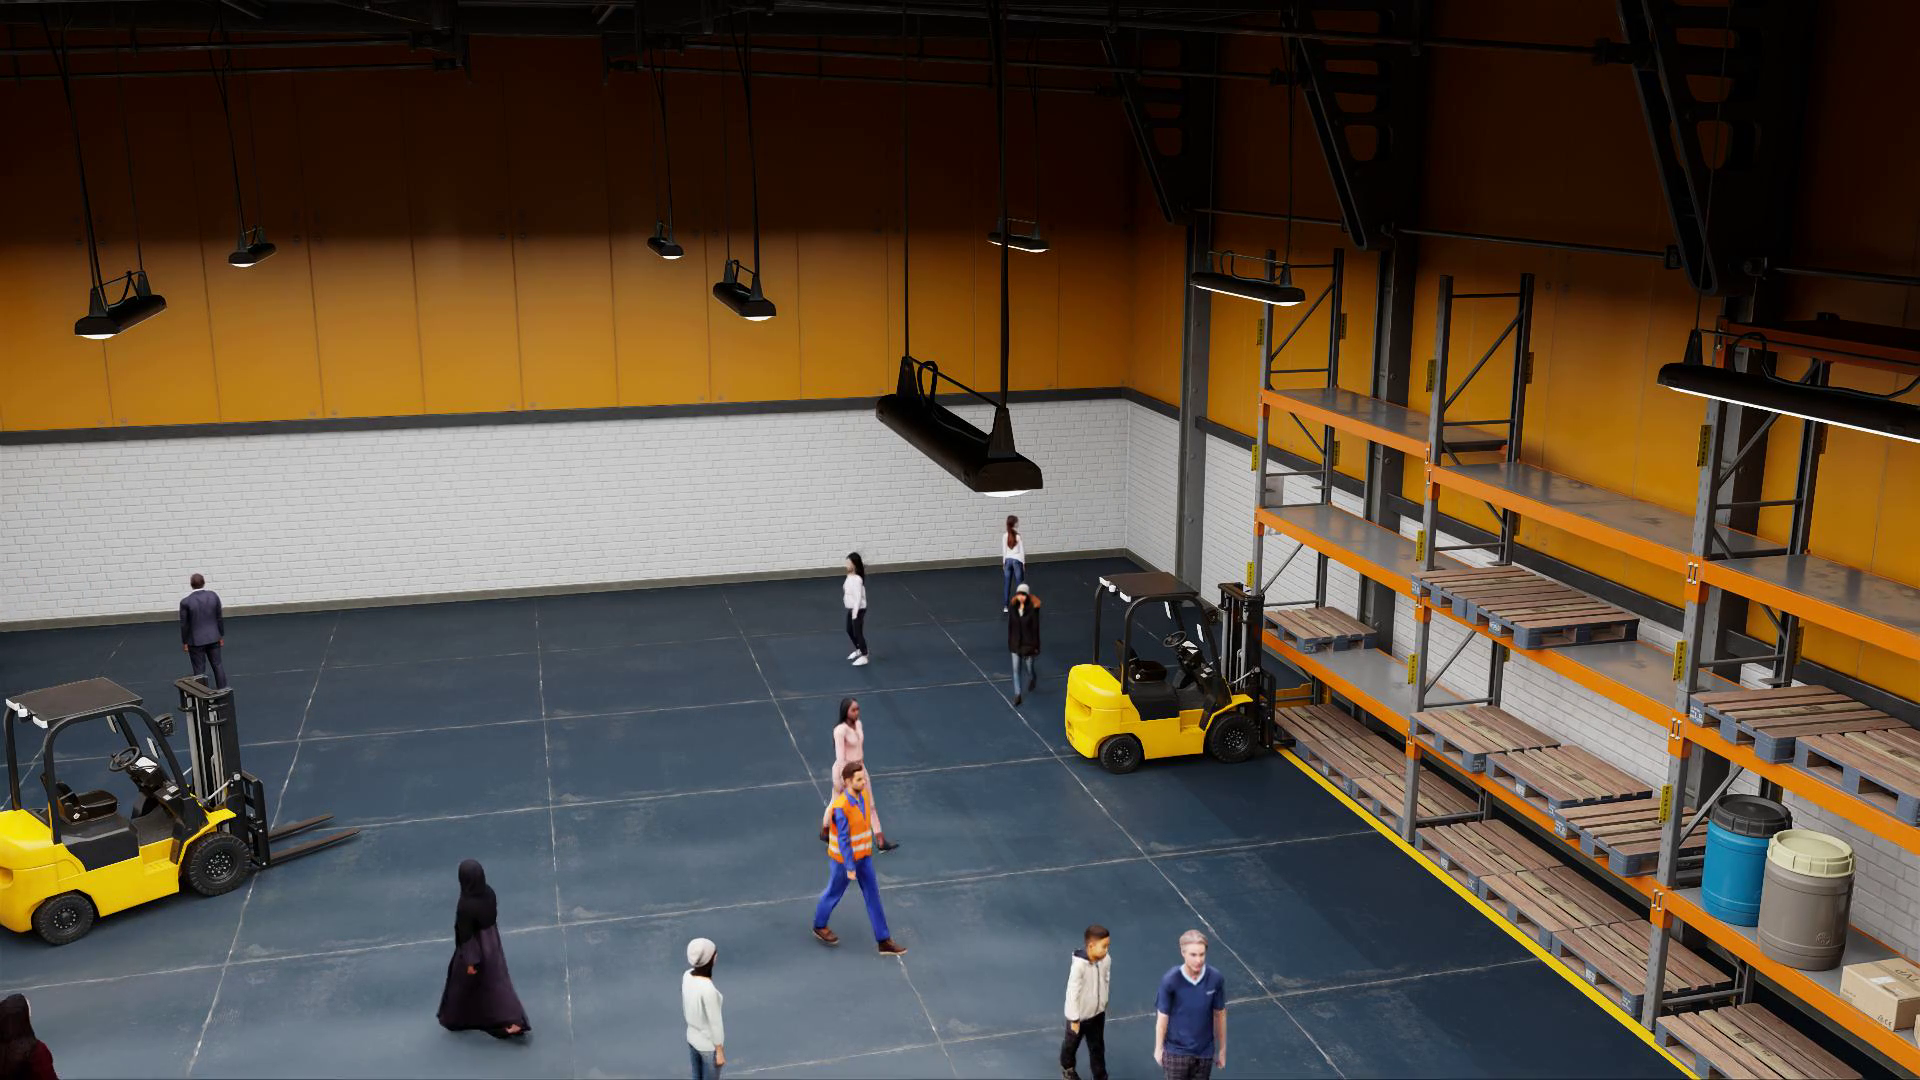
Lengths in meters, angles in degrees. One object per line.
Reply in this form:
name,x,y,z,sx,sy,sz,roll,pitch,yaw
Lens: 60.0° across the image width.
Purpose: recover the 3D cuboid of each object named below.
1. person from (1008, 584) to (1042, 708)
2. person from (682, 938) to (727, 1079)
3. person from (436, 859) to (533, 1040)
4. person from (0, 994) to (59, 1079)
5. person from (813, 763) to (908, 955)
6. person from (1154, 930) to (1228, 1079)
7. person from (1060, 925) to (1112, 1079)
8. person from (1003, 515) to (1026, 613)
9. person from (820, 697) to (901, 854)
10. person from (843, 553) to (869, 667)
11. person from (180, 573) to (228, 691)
person,0.866,1.365,22.043,0.937,1.614,1.077,5,14,18
person,-1.892,3.703,12.322,0.696,1.644,0.550,-10,17,-37
person,-3.900,3.385,13.714,1.130,1.607,1.114,6,15,25
person,-6.379,3.945,11.180,1.082,1.712,1.215,5,15,21
person,-1.073,2.919,15.203,1.310,1.812,1.215,9,16,31
person,1.628,3.655,12.056,0.685,1.862,0.632,-3,14,-11
person,0.933,3.651,13.010,0.824,1.422,0.972,-11,17,-37
person,0.837,0.374,26.256,0.630,1.556,0.673,5,15,20
person,-1.231,2.477,17.347,1.232,1.663,1.116,9,16,32
person,-1.438,0.974,23.541,0.771,1.669,0.584,-3,14,-11
person,-9.912,1.313,21.812,0.781,1.824,0.766,-11,18,-39
